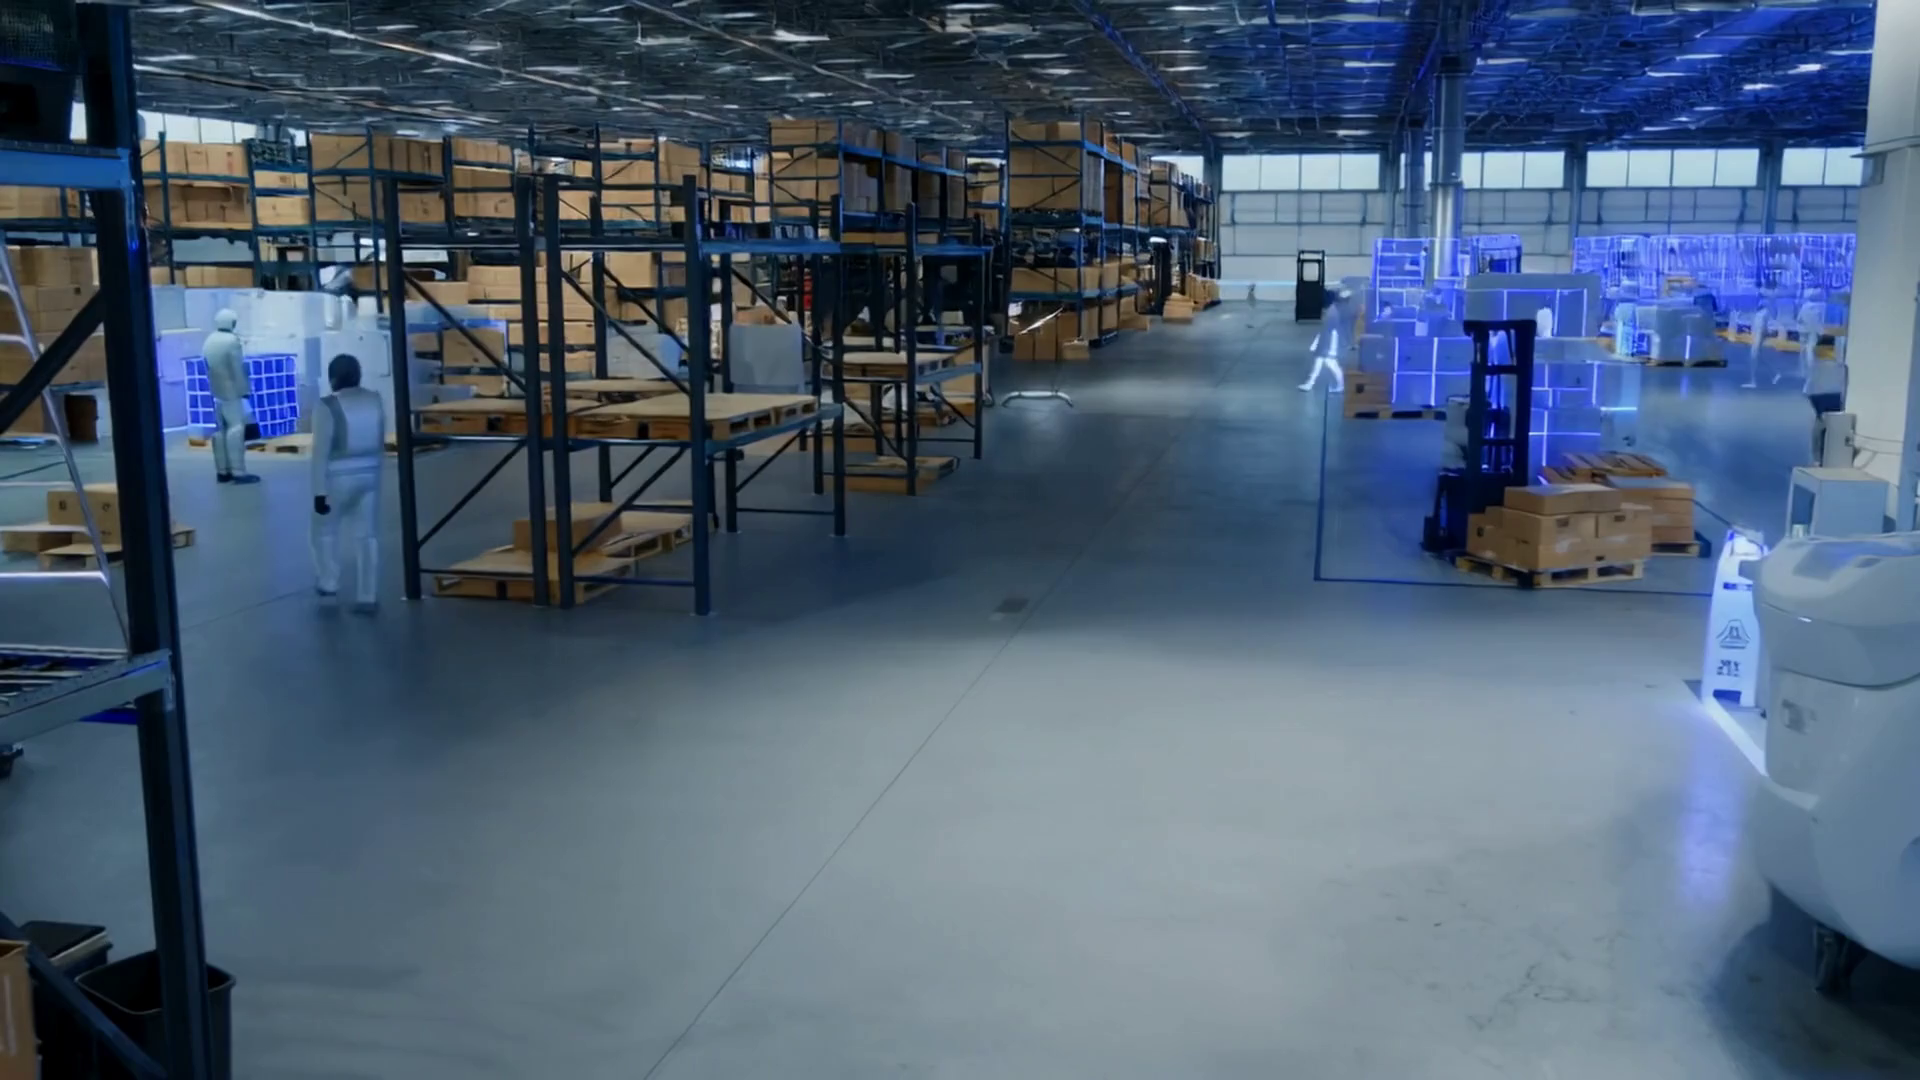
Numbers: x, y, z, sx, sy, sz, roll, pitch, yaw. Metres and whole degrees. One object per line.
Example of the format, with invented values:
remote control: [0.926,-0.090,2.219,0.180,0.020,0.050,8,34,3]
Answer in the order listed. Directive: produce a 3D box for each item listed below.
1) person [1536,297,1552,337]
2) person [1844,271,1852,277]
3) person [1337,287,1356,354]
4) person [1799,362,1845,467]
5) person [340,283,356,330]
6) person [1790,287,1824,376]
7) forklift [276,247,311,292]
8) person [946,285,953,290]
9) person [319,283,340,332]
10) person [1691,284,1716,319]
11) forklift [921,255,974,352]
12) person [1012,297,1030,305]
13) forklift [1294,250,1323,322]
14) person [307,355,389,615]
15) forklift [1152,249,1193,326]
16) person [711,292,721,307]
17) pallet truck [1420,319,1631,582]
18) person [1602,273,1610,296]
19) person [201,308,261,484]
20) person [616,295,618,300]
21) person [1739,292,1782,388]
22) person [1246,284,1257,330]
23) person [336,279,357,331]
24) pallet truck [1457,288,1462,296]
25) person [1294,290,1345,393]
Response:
person: [13.398,-4.759,38.076,0.530,1.624,0.527,-1,10,-6]
person: [42.753,-12.064,80.286,0.628,1.979,0.436,-1,10,-7]
person: [10.073,-5.702,43.319,0.551,1.747,0.600,-3,10,-20]
person: [5.135,-0.083,9.652,0.863,1.891,0.586,6,11,33]
person: [-14.942,-5.311,40.574,0.459,1.892,0.608,0,10,-3]
person: [17.975,-4.403,35.193,0.704,1.891,0.578,-3,10,-20]
forklift: [-19.670,-7.277,49.295,1.129,2.768,1.873,2,10,12]
person: [-0.296,-7.062,51.520,0.540,1.697,0.317,9,13,44]
person: [-14.608,-4.954,38.361,0.630,1.931,0.366,-7,12,-35]
person: [20.376,-6.114,45.635,0.610,1.780,0.922,3,10,17]
forklift: [-0.361,-6.456,44.433,1.129,2.768,1.873,2,10,12]
person: [2.160,-8.336,58.162,0.800,2.005,0.498,6,11,32]
forklift: [13.778,-10.002,65.433,1.129,2.768,1.873,2,10,12]
person: [-4.316,-0.382,11.625,0.638,1.814,0.637,6,12,34]
forklift: [7.646,-9.320,61.395,1.873,2.768,1.129,2,10,11]
person: [-5.817,-5.133,40.127,0.627,1.681,0.543,9,13,42]
pallet truck: [4.543,-0.757,13.299,0.823,1.965,1.885,-4,10,-22]
person: [32.065,-12.317,82.411,0.976,1.779,0.611,3,10,17]
person: [-8.086,-1.587,18.388,0.627,1.941,0.371,6,11,33]
person: [-8.492,-5.249,40.994,0.525,1.628,0.313,1,10,6]
person: [15.406,-3.824,31.898,0.633,1.850,0.535,2,10,13]
person: [10.283,-8.203,58.509,0.348,1.619,0.526,4,10,23]
person: [-15.895,-5.782,43.239,0.695,1.955,0.632,-2,10,-11]
pallet truck: [20.506,-9.785,68.819,0.653,1.274,1.630,2,10,12]
person: [6.720,-3.659,30.749,1.024,1.907,0.618,0,10,1]
